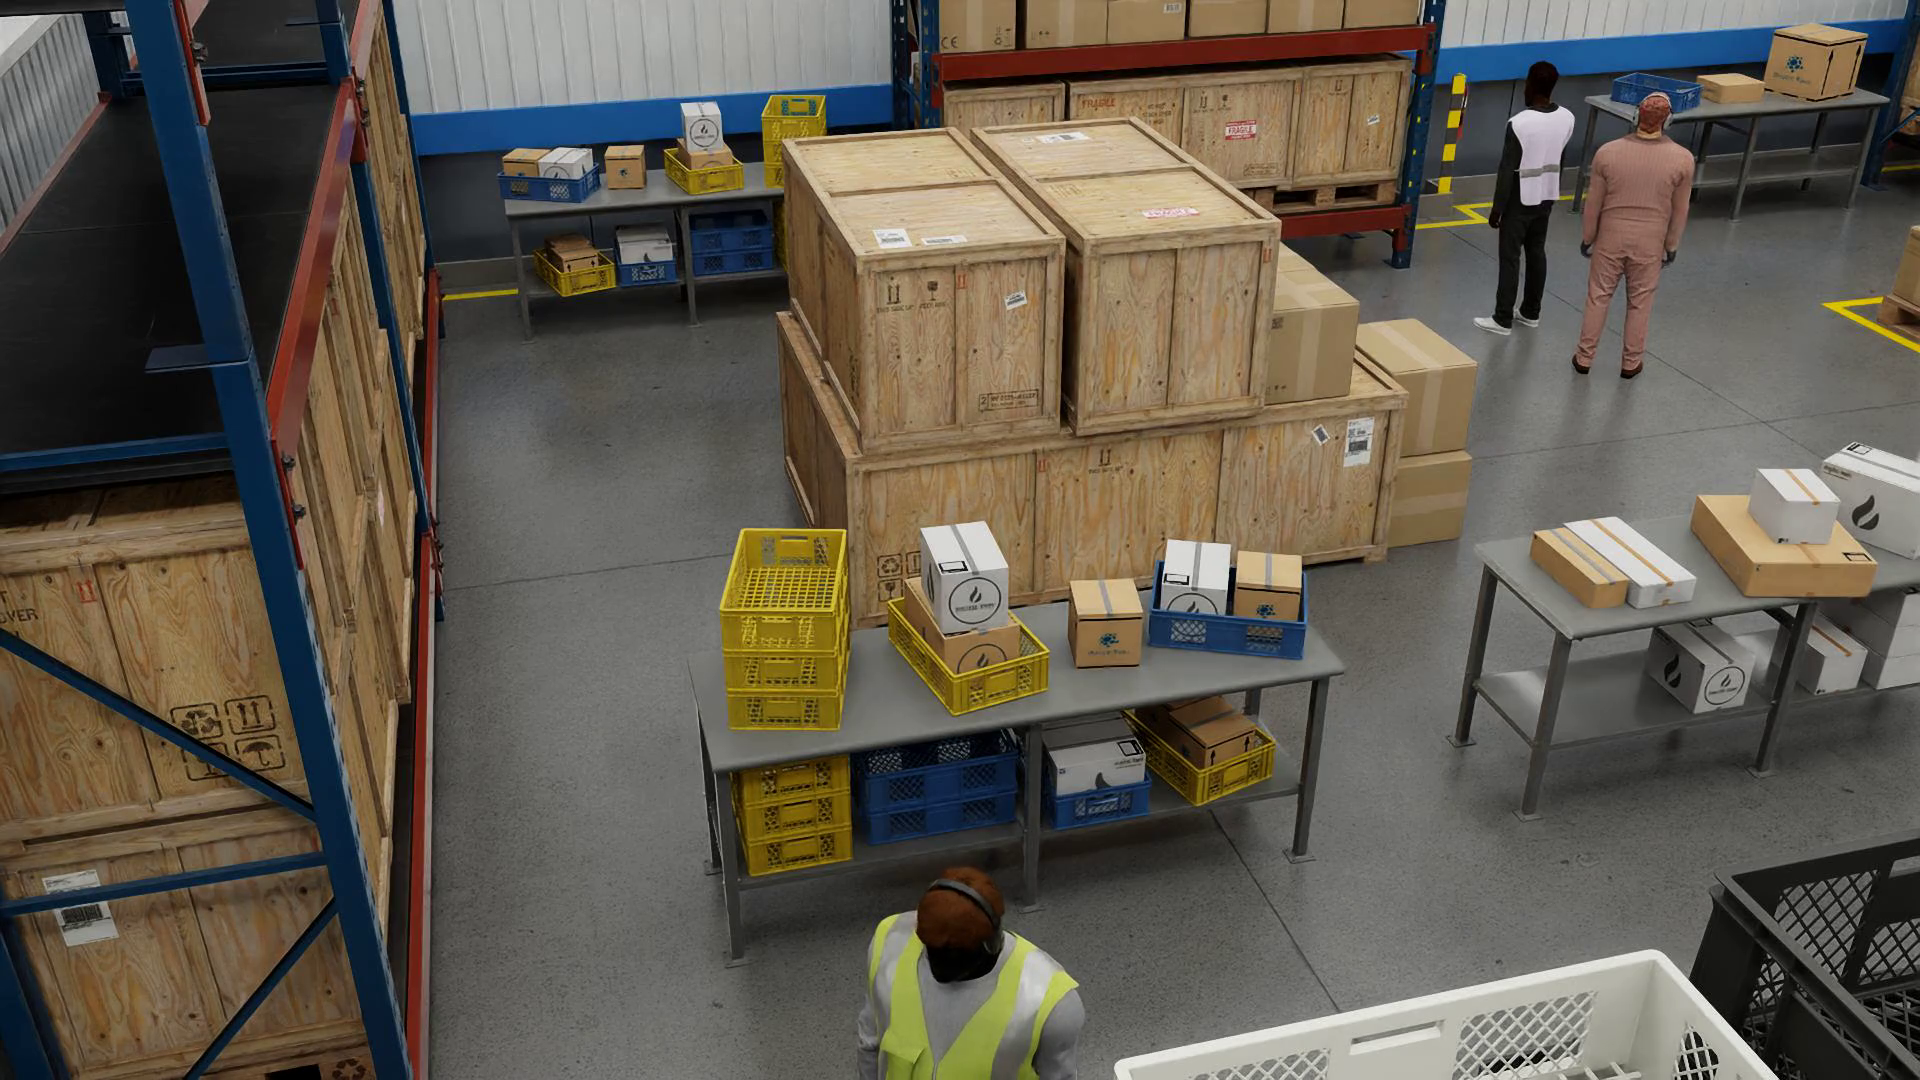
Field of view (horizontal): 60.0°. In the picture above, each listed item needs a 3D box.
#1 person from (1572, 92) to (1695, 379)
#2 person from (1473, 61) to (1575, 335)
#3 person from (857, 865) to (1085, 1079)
[{"bbox_3d":[4.452,-2.008,11.050,0.642,1.909,0.410,10,31,18],"label":"person"},{"bbox_3d":[4.023,-2.405,11.775,0.584,1.910,0.387,-16,33,-27],"label":"person"},{"bbox_3d":[-0.002,1.625,4.529,0.621,1.838,0.429,12,31,20],"label":"person"}]
